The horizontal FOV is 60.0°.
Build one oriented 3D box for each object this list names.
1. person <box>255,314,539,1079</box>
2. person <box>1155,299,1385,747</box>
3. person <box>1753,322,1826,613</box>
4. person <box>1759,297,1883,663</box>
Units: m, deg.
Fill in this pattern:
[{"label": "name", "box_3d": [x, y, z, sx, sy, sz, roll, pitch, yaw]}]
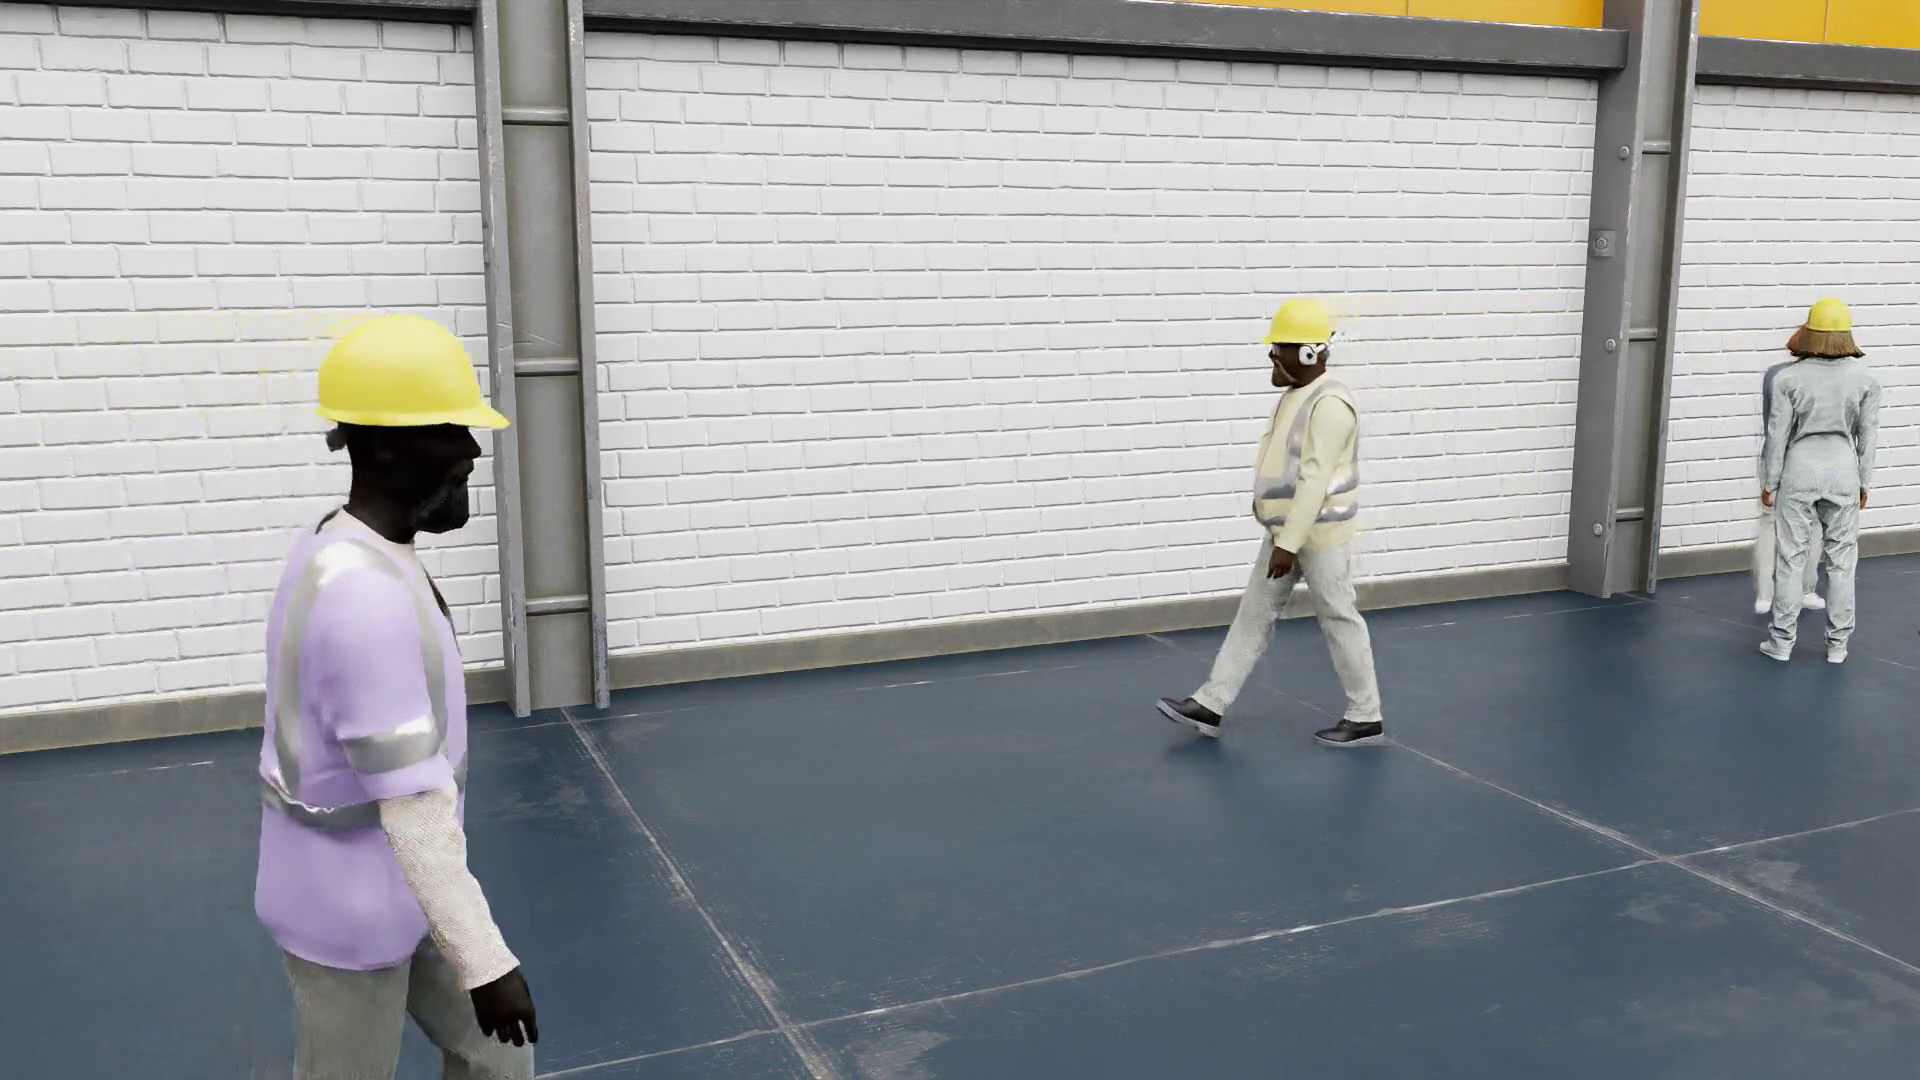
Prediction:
[{"label": "person", "box_3d": [-0.867, 0.585, 2.785, 0.841, 1.897, 0.604, -3, 11, -14]}, {"label": "person", "box_3d": [1.282, -0.046, 6.556, 0.924, 1.781, 0.591, -2, 10, -9]}, {"label": "person", "box_3d": [4.570, -0.399, 9.005, 0.583, 1.604, 0.493, -7, 12, -34]}, {"label": "person", "box_3d": [4.101, -0.280, 7.962, 0.484, 1.745, 0.292, 3, 11, 15]}]
